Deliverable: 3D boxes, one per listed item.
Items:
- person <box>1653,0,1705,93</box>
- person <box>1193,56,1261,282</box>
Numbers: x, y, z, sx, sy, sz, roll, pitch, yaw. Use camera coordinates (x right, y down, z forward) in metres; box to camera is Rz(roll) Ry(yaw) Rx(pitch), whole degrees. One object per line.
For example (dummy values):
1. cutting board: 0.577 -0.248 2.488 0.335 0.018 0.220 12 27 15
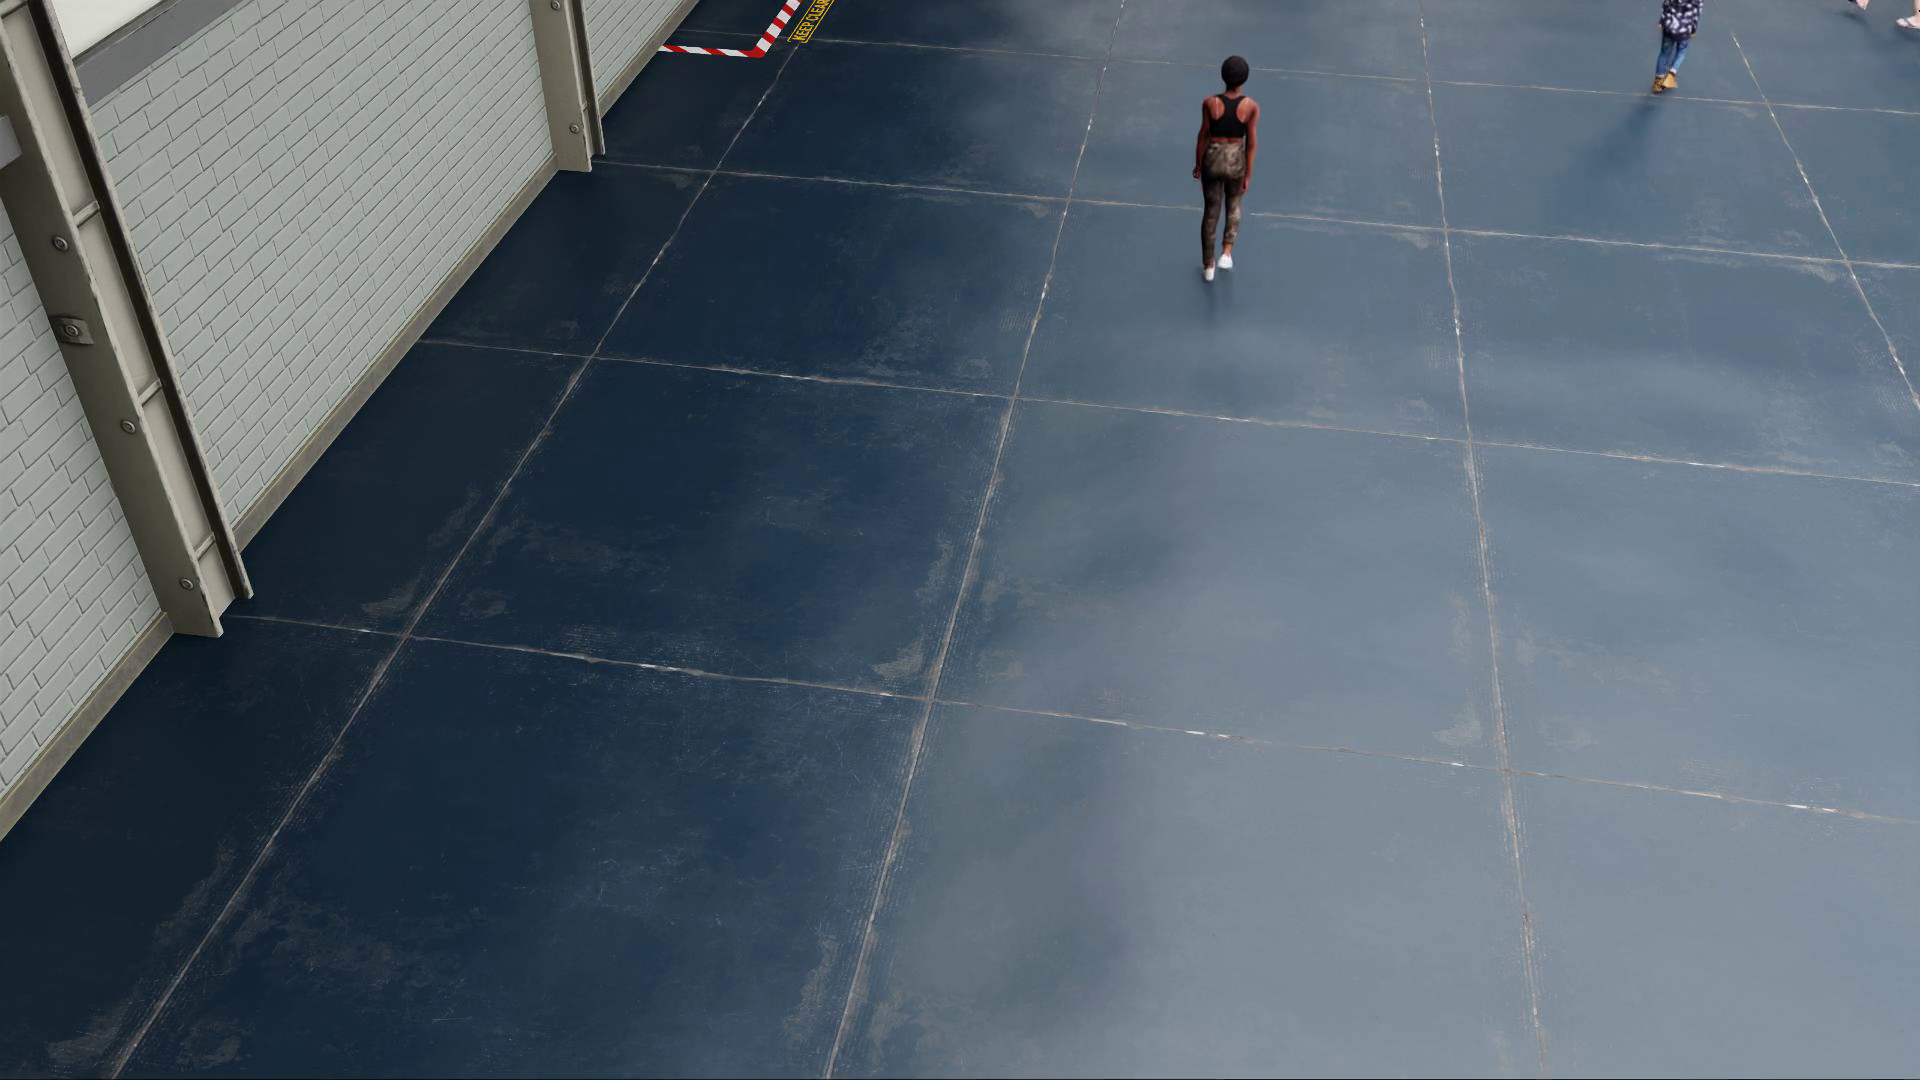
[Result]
1. person: 6.421 -4.615 14.898 0.585 1.246 0.616 27 46 30
2. person: 1.899 -2.632 12.009 0.594 1.683 0.609 4 38 5
